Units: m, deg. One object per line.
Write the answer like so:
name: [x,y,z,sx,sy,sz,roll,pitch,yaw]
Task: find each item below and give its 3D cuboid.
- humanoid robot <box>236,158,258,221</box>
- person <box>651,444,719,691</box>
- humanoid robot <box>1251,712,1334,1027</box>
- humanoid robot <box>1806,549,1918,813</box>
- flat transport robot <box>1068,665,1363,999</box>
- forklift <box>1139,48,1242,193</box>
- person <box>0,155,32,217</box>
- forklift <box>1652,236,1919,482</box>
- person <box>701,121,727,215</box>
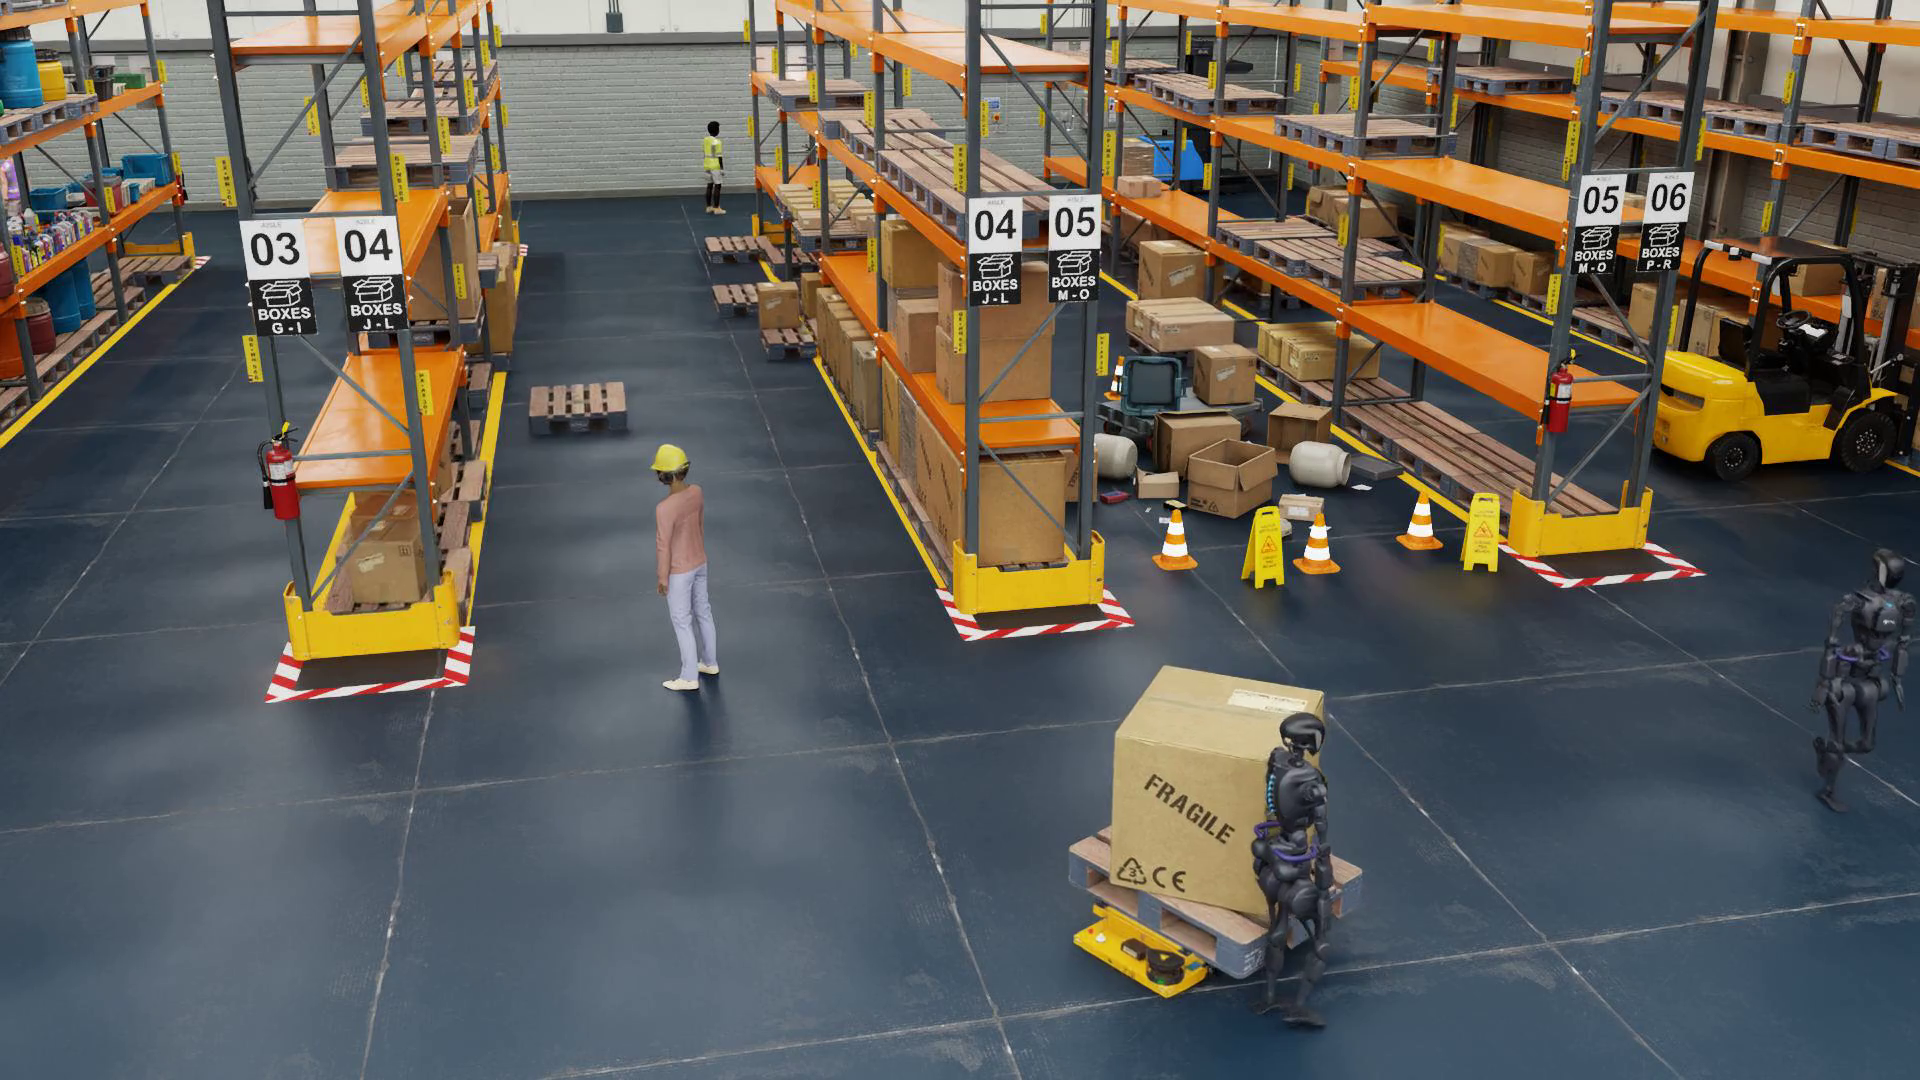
humanoid robot: [-12.033,-5.884,28.031,0.501,1.636,0.608,7,22,19]
person: [-1.946,0.186,11.568,0.340,1.759,0.520,8,22,22]
humanoid robot: [1.588,1.564,7.966,0.339,1.656,0.589,-7,22,-19]
humanoid robot: [5.359,0.796,10.035,0.589,1.639,0.503,-4,21,-10]
flat transport robot: [1.354,1.972,8.893,1.431,0.231,0.659,-17,26,-39]
forklift: [4.566,-8.313,32.860,1.873,2.768,1.129,-4,21,-12]
person: [-15.366,-5.564,27.149,0.347,1.688,0.491,11,23,28]
forklift: [8.013,-1.814,16.330,2.313,2.155,1.214,-4,21,-12]
person: [-4.524,-6.838,30.577,0.537,1.686,0.320,19,27,41]
